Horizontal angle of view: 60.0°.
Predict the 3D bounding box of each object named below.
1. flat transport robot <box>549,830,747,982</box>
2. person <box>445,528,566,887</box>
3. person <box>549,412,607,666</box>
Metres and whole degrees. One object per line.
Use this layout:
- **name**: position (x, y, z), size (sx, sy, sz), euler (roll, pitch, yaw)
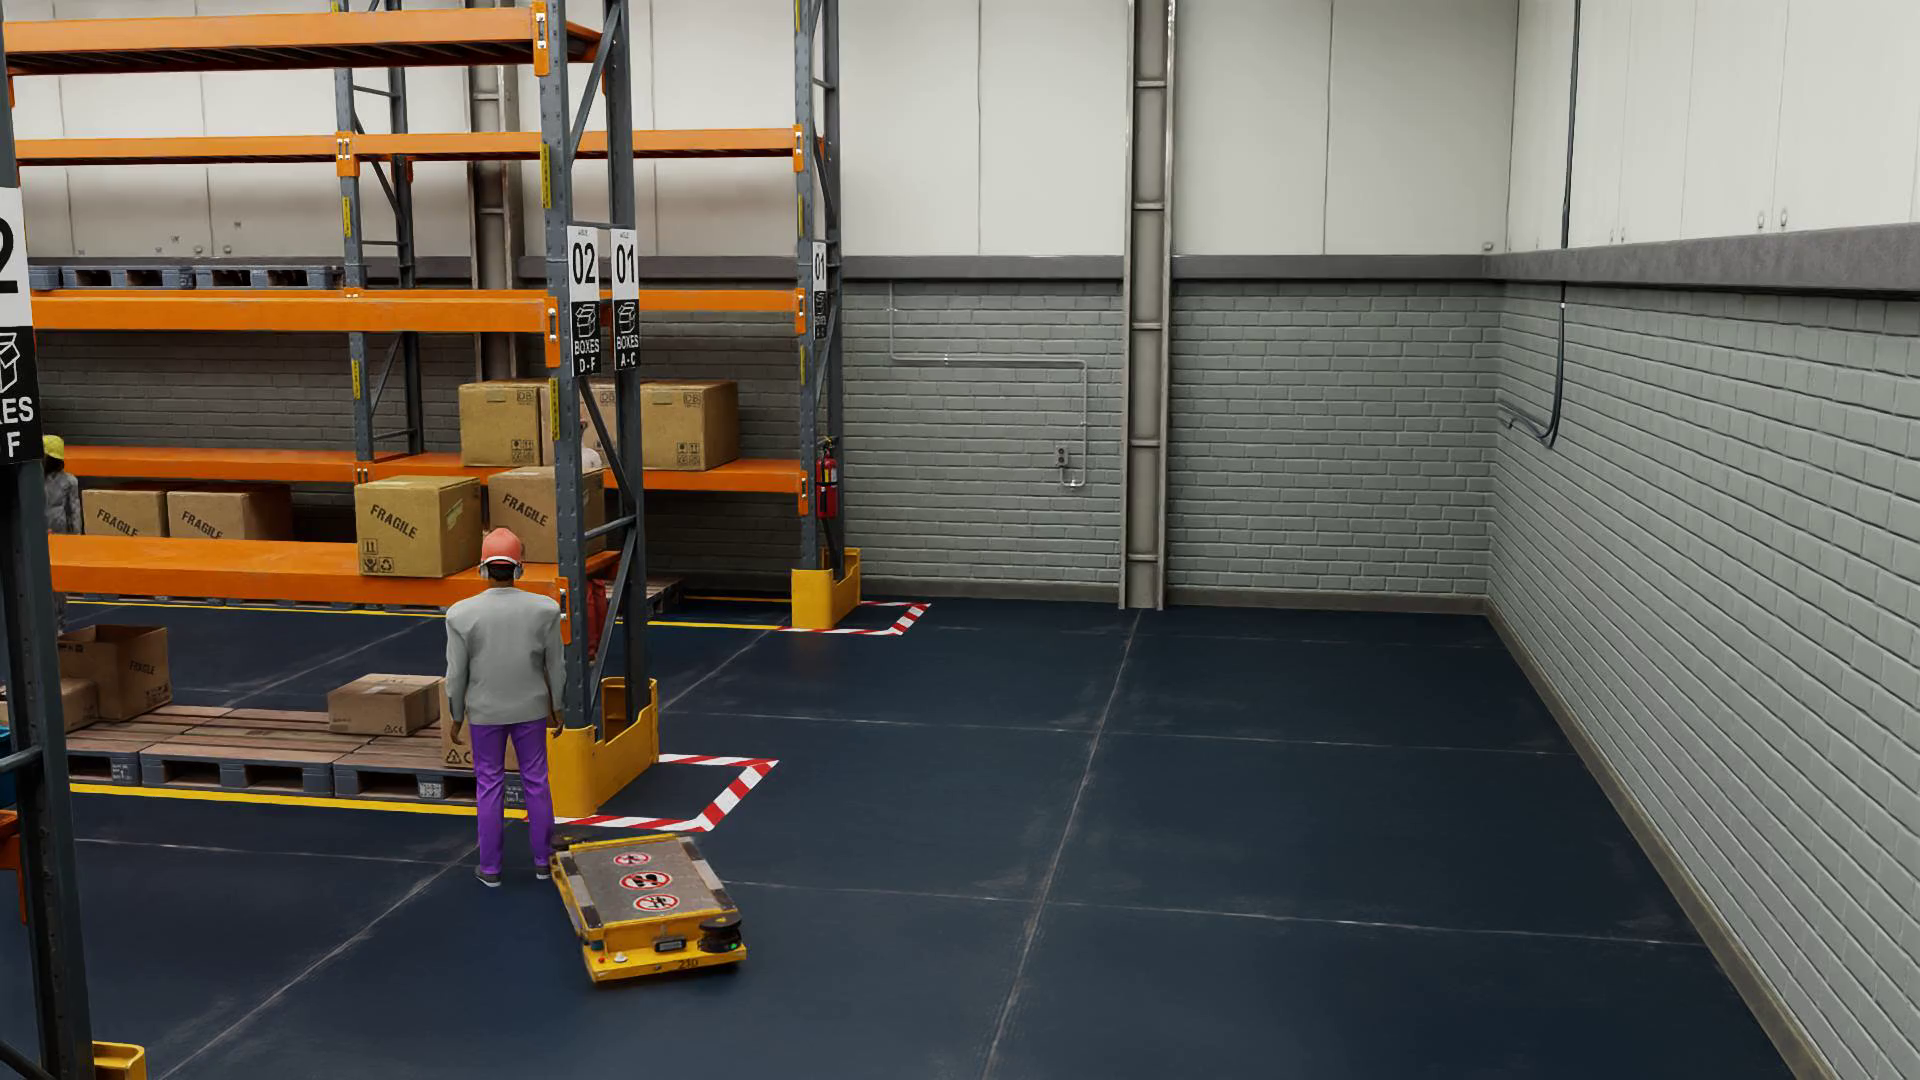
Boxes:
- **flat transport robot**: position (-1.469, 1.630, 7.649), size (0.652, 0.197, 1.431), euler (-4, 10, -21)
- **person**: position (-2.217, 0.812, 8.136), size (0.575, 1.749, 0.335), euler (-4, 10, -22)
- **person**: position (-2.912, -0.030, 12.637), size (0.401, 1.986, 0.612), euler (2, 9, 10)
